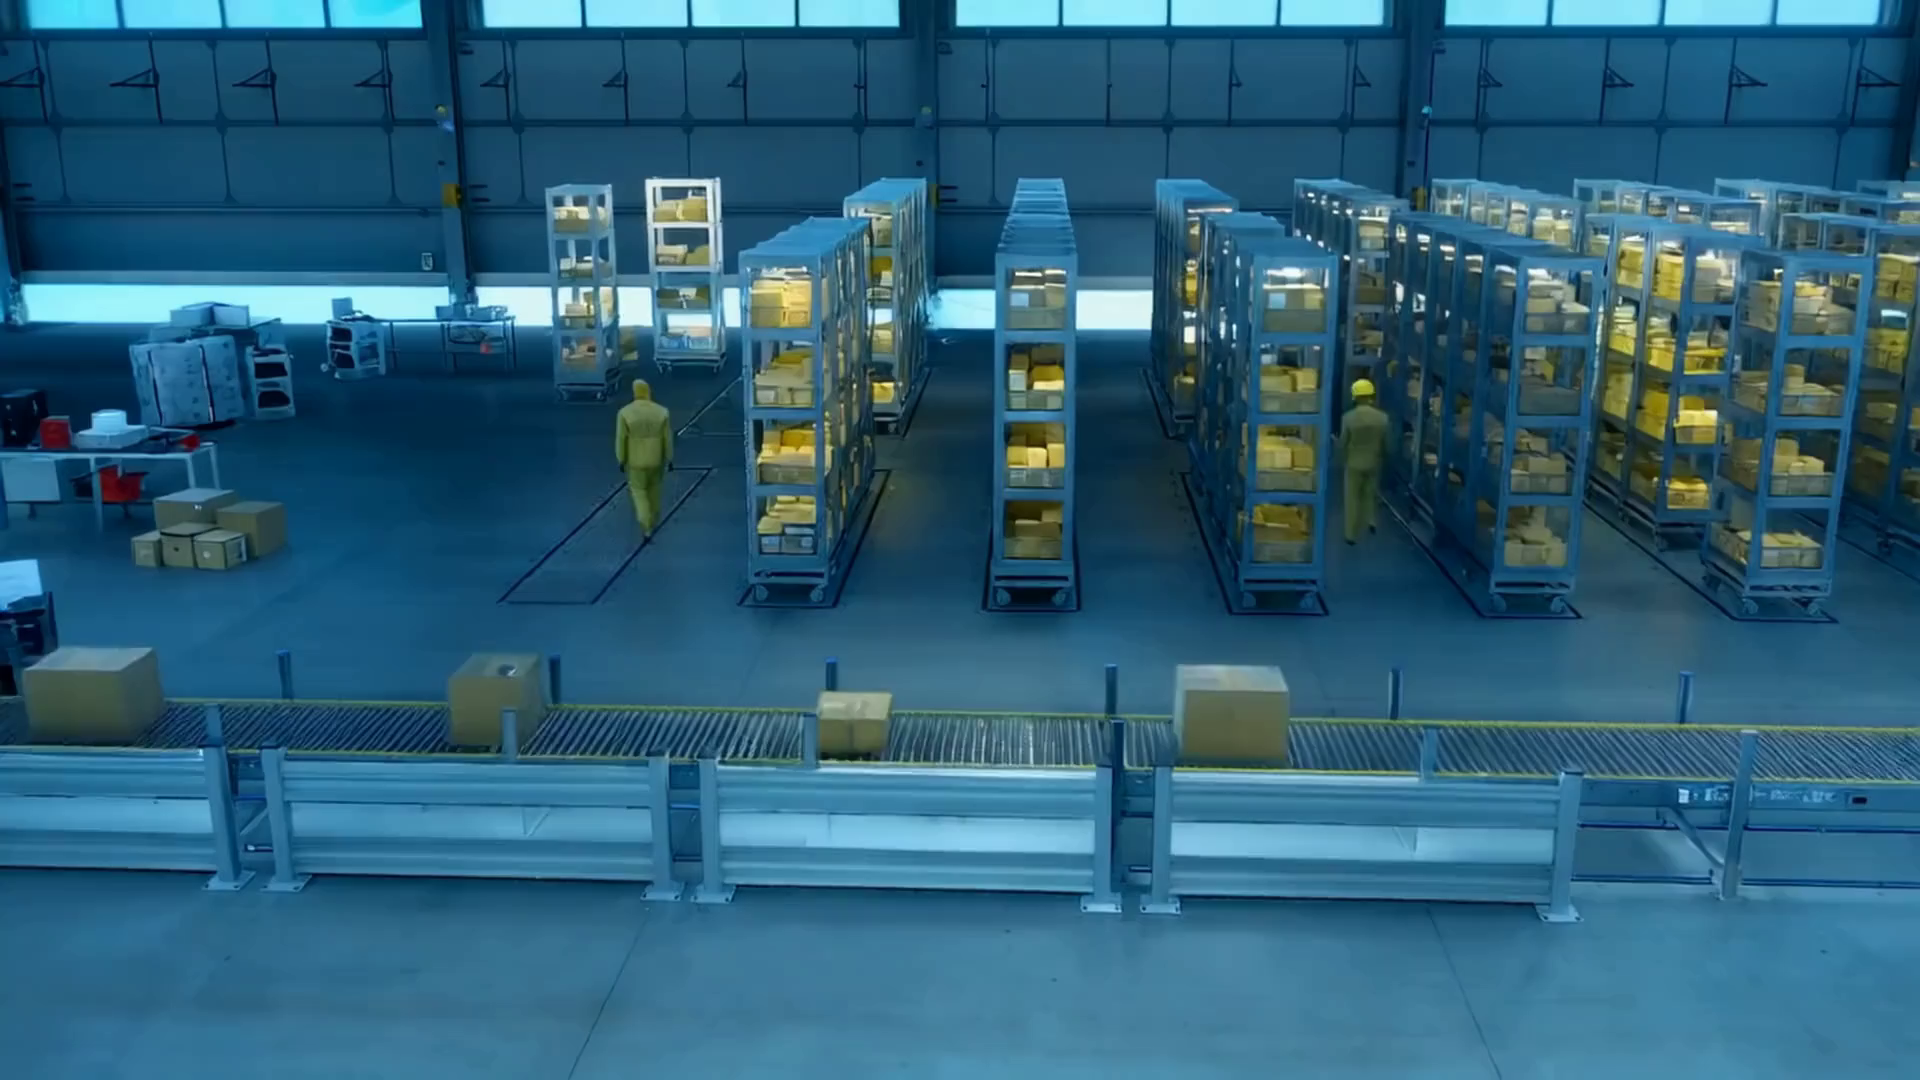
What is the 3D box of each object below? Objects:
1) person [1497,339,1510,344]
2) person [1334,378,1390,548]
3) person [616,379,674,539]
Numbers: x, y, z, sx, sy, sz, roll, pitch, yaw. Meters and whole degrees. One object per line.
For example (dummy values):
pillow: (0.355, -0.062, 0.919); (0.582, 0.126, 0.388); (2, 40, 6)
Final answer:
person: (7.605, -1.954, 23.421); (1.014, 1.780, 0.570); (3, 15, 10)
person: (4.575, -0.845, 18.922); (0.635, 1.980, 0.617); (-1, 15, -3)
person: (-3.715, -0.964, 19.623); (0.651, 1.857, 0.994); (-5, 16, -17)
